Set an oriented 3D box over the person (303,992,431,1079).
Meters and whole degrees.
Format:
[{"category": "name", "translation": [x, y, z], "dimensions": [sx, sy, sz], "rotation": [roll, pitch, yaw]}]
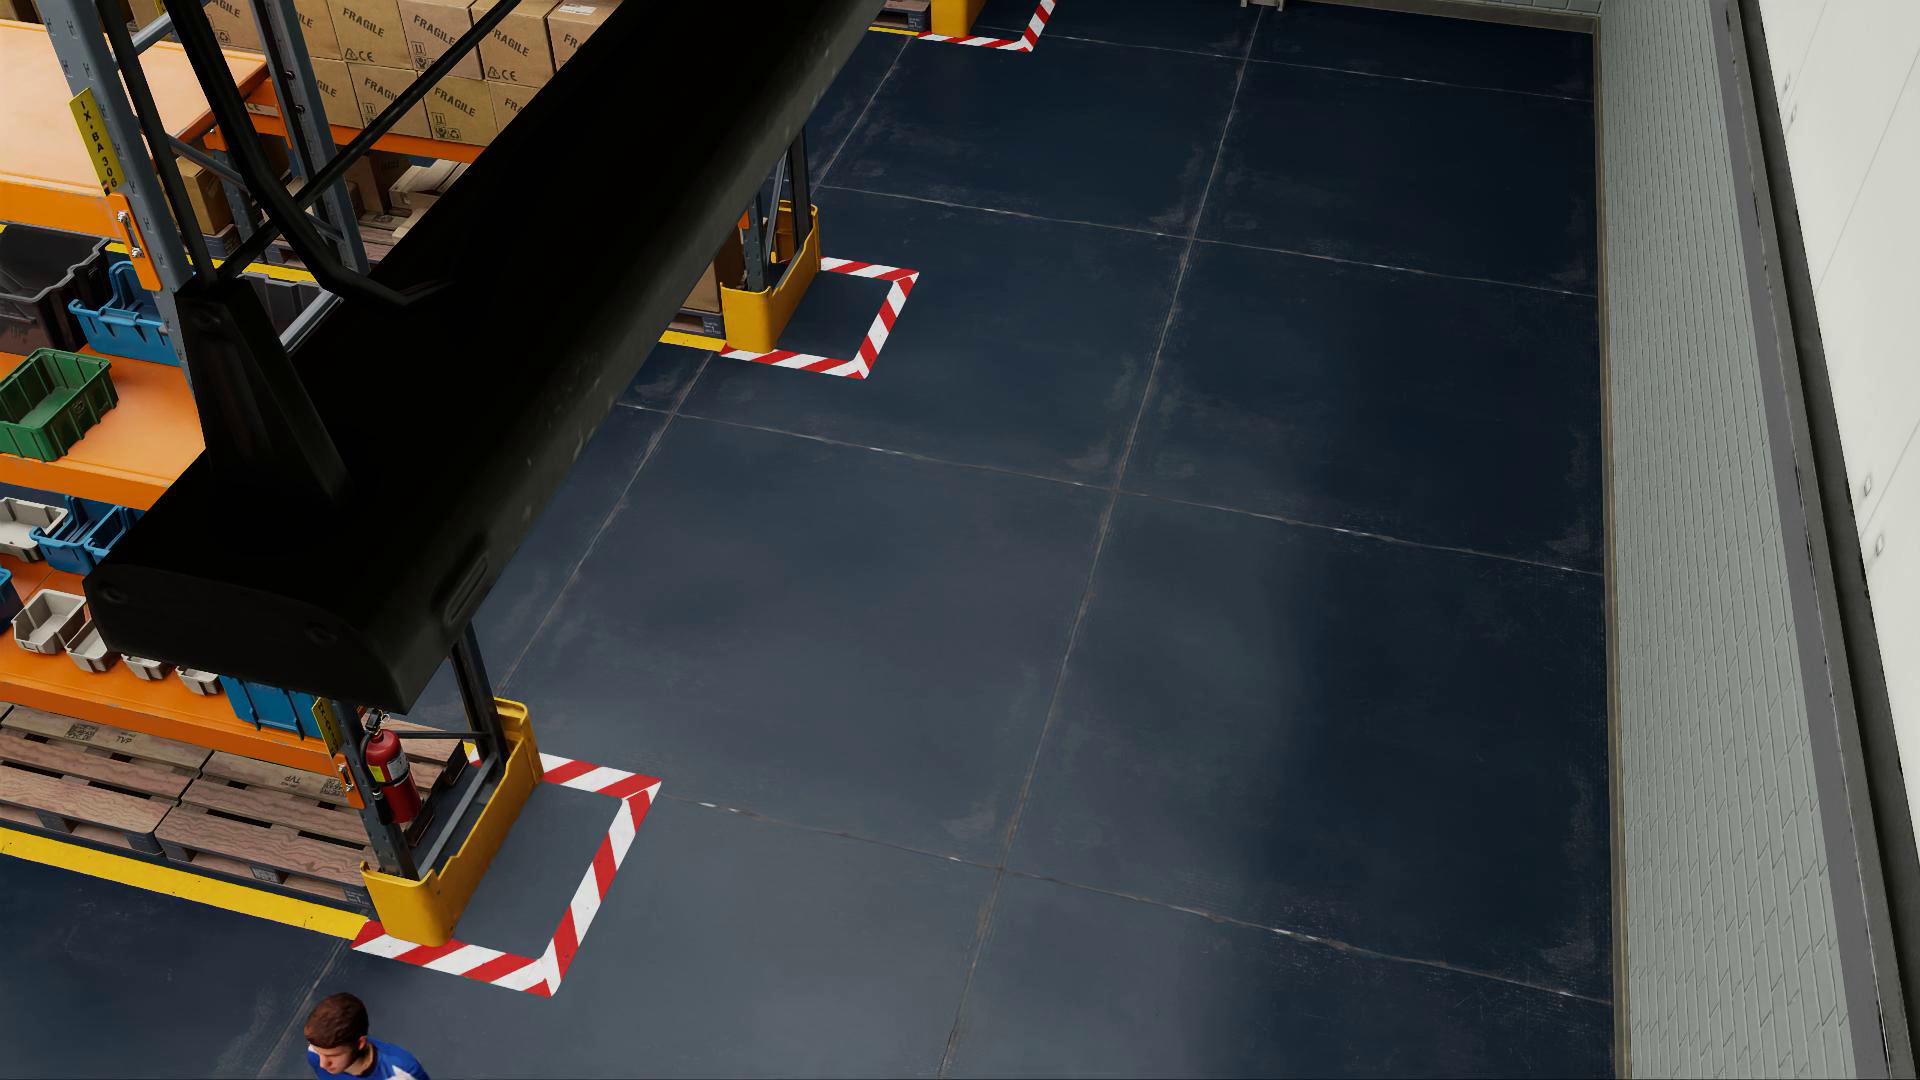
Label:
[{"category": "person", "translation": [-2.110, 2.255, 6.413], "dimensions": [1.001, 1.845, 0.715], "rotation": [12, 44, 12]}]
